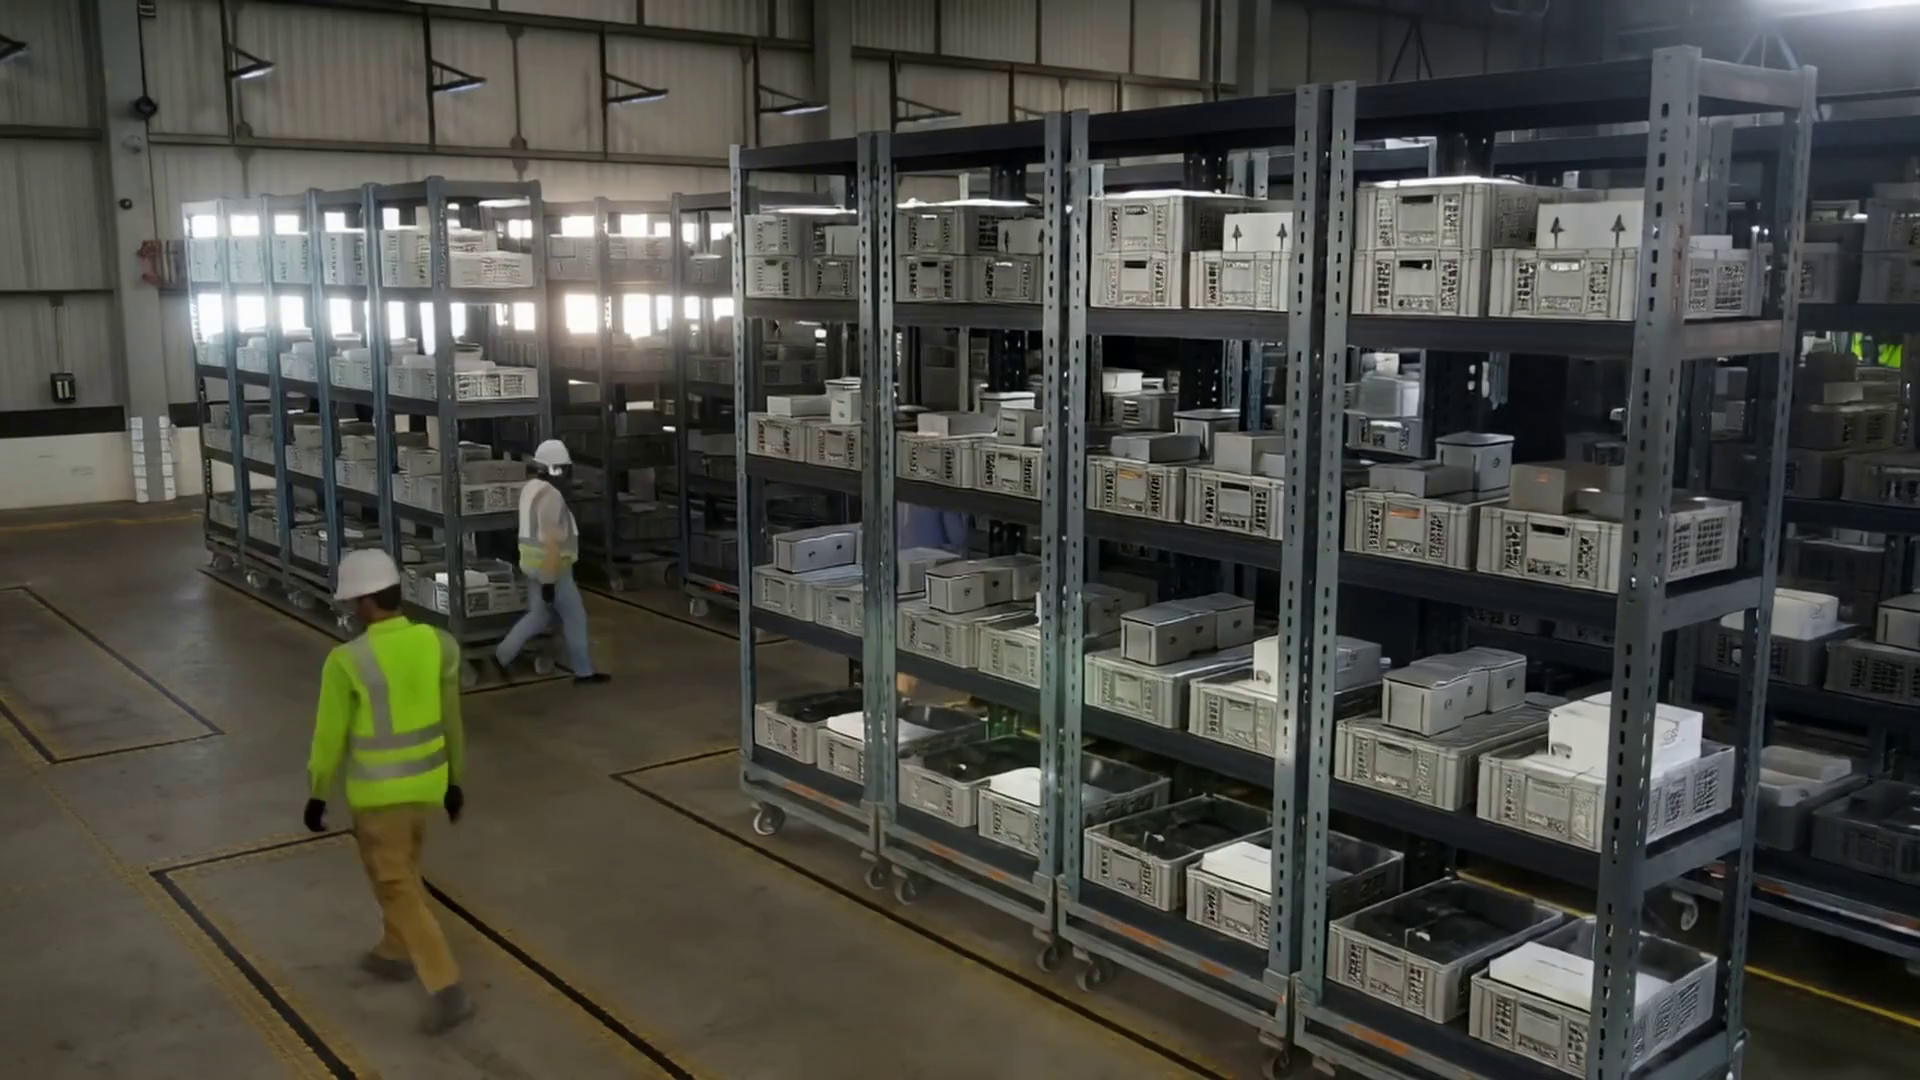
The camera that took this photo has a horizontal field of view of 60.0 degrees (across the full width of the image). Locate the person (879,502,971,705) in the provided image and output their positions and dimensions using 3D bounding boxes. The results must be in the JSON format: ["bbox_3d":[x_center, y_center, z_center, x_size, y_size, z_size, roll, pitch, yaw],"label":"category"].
[{"bbox_3d":[-0.235,0.176,11.330,0.634,1.941,1.029,5,11,30],"label":"person"}]

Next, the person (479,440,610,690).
[{"bbox_3d":[-2.972,0.187,11.748,0.838,1.790,0.602,-5,11,-30],"label":"person"}]

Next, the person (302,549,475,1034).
[{"bbox_3d":[-2.234,0.975,6.650,0.908,1.903,0.599,5,11,29],"label":"person"}]
